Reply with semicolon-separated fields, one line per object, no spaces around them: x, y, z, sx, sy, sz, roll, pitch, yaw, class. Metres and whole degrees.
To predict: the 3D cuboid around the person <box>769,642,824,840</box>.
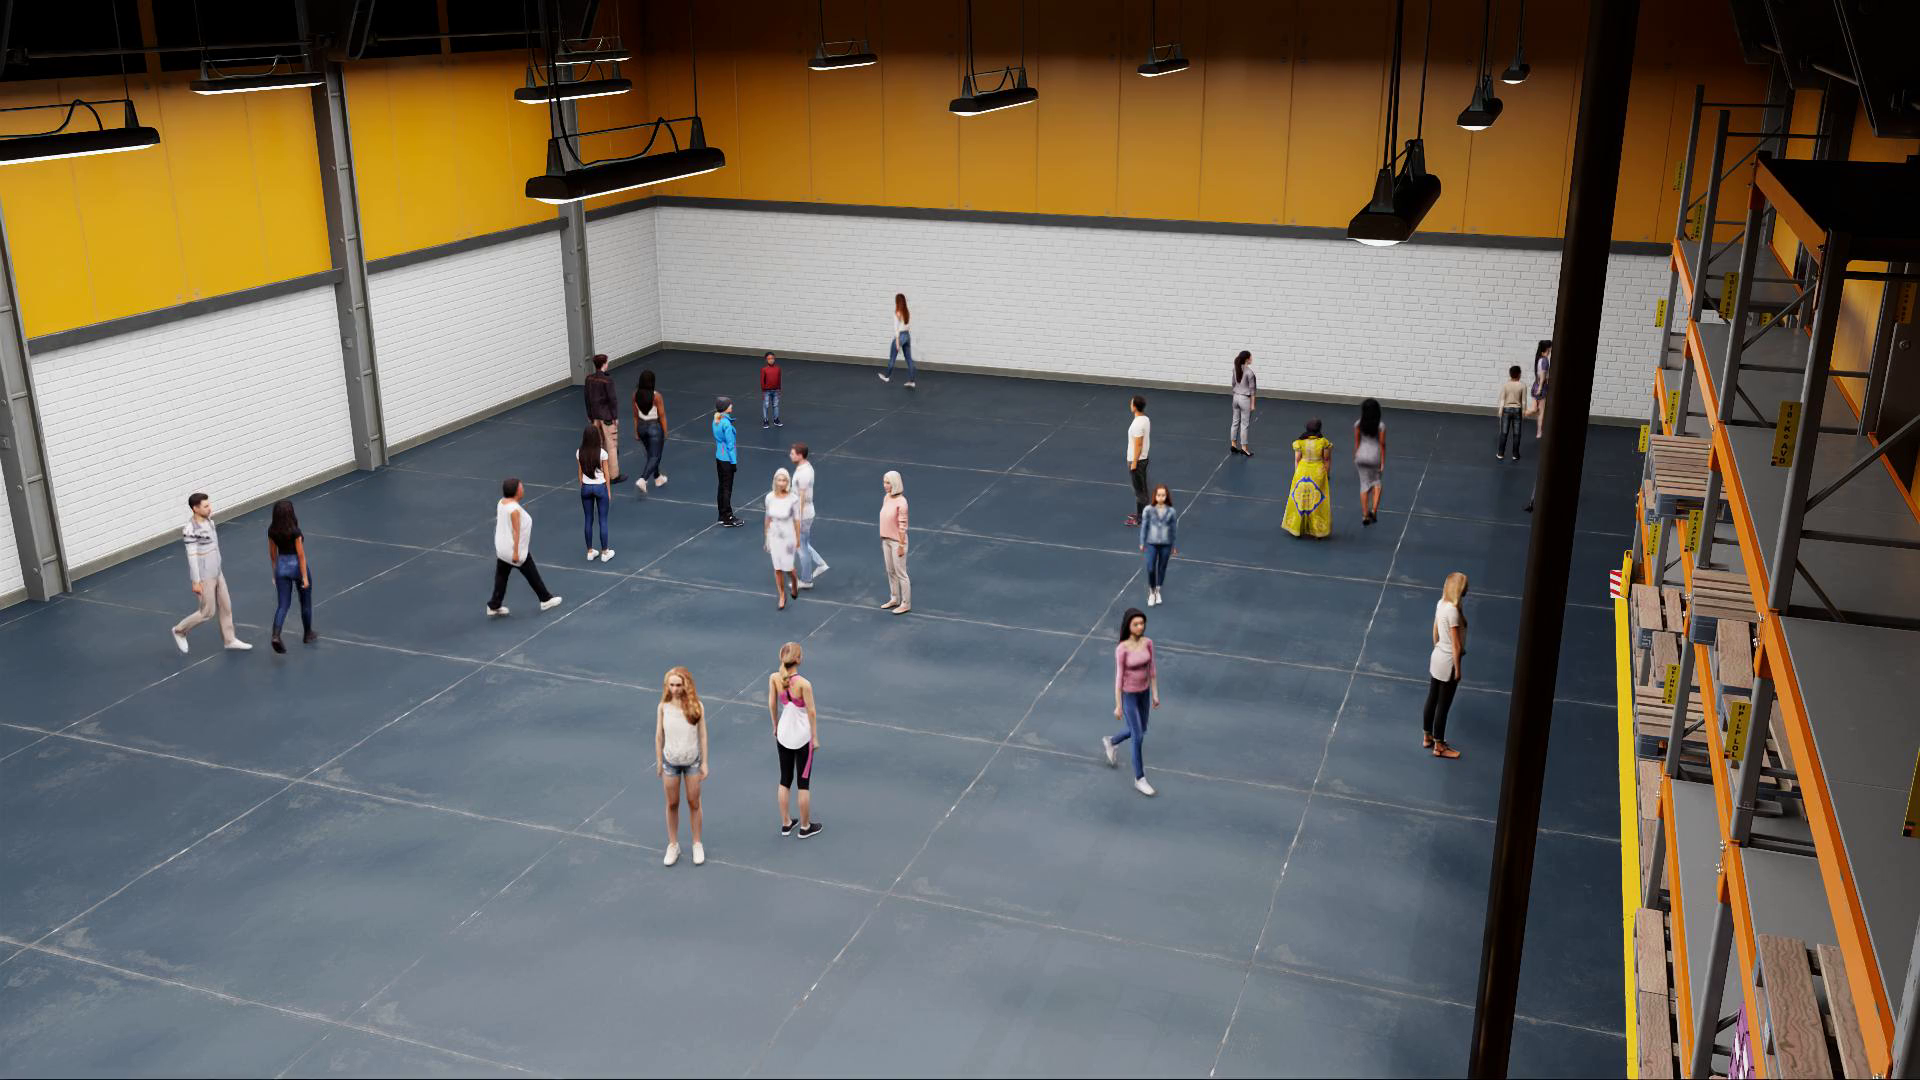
-1.432;1.720;14.340;0.633;1.787;0.558;10;21;26;person

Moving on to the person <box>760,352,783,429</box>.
-3.159;-2.524;27.773;0.585;1.256;0.644;-8;20;-23;person

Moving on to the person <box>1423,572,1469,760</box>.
4.631;1.178;15.890;0.746;1.823;0.629;-3;19;-8;person

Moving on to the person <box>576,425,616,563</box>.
-4.675;-0.602;21.253;0.609;1.774;0.551;3;19;10;person

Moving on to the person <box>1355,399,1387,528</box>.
5.507;-1.014;22.493;0.600;1.764;0.613;9;21;25;person

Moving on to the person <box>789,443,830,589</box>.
-1.811;-0.286;20.214;0.862;1.840;0.797;-1;19;-3;person

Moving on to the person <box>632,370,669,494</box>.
-4.504;-1.528;24.000;0.654;1.777;1.141;7;20;21;person

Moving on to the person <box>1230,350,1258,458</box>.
4.413;-2.145;25.985;0.766;1.679;0.728;-13;22;-33;person

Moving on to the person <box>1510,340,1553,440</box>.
9.289;-2.416;26.870;0.822;1.627;0.899;0;19;1;person

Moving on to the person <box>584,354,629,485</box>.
-5.267;-1.793;24.560;0.709;1.921;0.614;8;20;23;person

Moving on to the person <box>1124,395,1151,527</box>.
2.445;-1.095;22.673;0.692;1.801;0.471;6;19;17;person

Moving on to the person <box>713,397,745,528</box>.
-3.192;-1.077;22.628;0.733;1.797;0.689;-10;21;-27;person

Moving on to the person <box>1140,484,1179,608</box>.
2.368;0.032;19.848;0.674;1.469;0.702;0;19;1;person

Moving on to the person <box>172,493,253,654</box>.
-8.342;0.376;18.253;0.951;1.836;1.044;0;19;0;person

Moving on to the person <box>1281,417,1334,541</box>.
4.668;-0.829;22.107;0.841;1.660;0.754;6;20;17;person

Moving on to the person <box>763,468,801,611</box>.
-2.074;-0.035;19.628;0.614;1.736;0.680;4;19;12;person

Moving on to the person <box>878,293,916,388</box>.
-0.993;-3.616;30.333;1.083;1.691;0.963;-16;25;-40;person

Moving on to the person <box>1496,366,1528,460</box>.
8.577;-1.982;25.837;0.551;1.465;0.501;6;20;18;person

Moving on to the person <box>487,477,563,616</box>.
-5.243;0.118;19.322;1.207;1.643;1.029;-14;23;-36;person

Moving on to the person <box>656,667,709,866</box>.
-2.325;1.872;13.930;0.639;1.759;0.627;0;19;-1;person

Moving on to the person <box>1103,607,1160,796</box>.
1.575;1.424;15.319;1.040;1.723;1.003;-12;22;-32;person

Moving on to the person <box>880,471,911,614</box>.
-0.756;0.007;19.524;0.700;1.724;0.670;-12;22;-32;person

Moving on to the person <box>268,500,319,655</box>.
-7.393;0.430;18.284;0.769;1.713;1.159;1;19;4;person
